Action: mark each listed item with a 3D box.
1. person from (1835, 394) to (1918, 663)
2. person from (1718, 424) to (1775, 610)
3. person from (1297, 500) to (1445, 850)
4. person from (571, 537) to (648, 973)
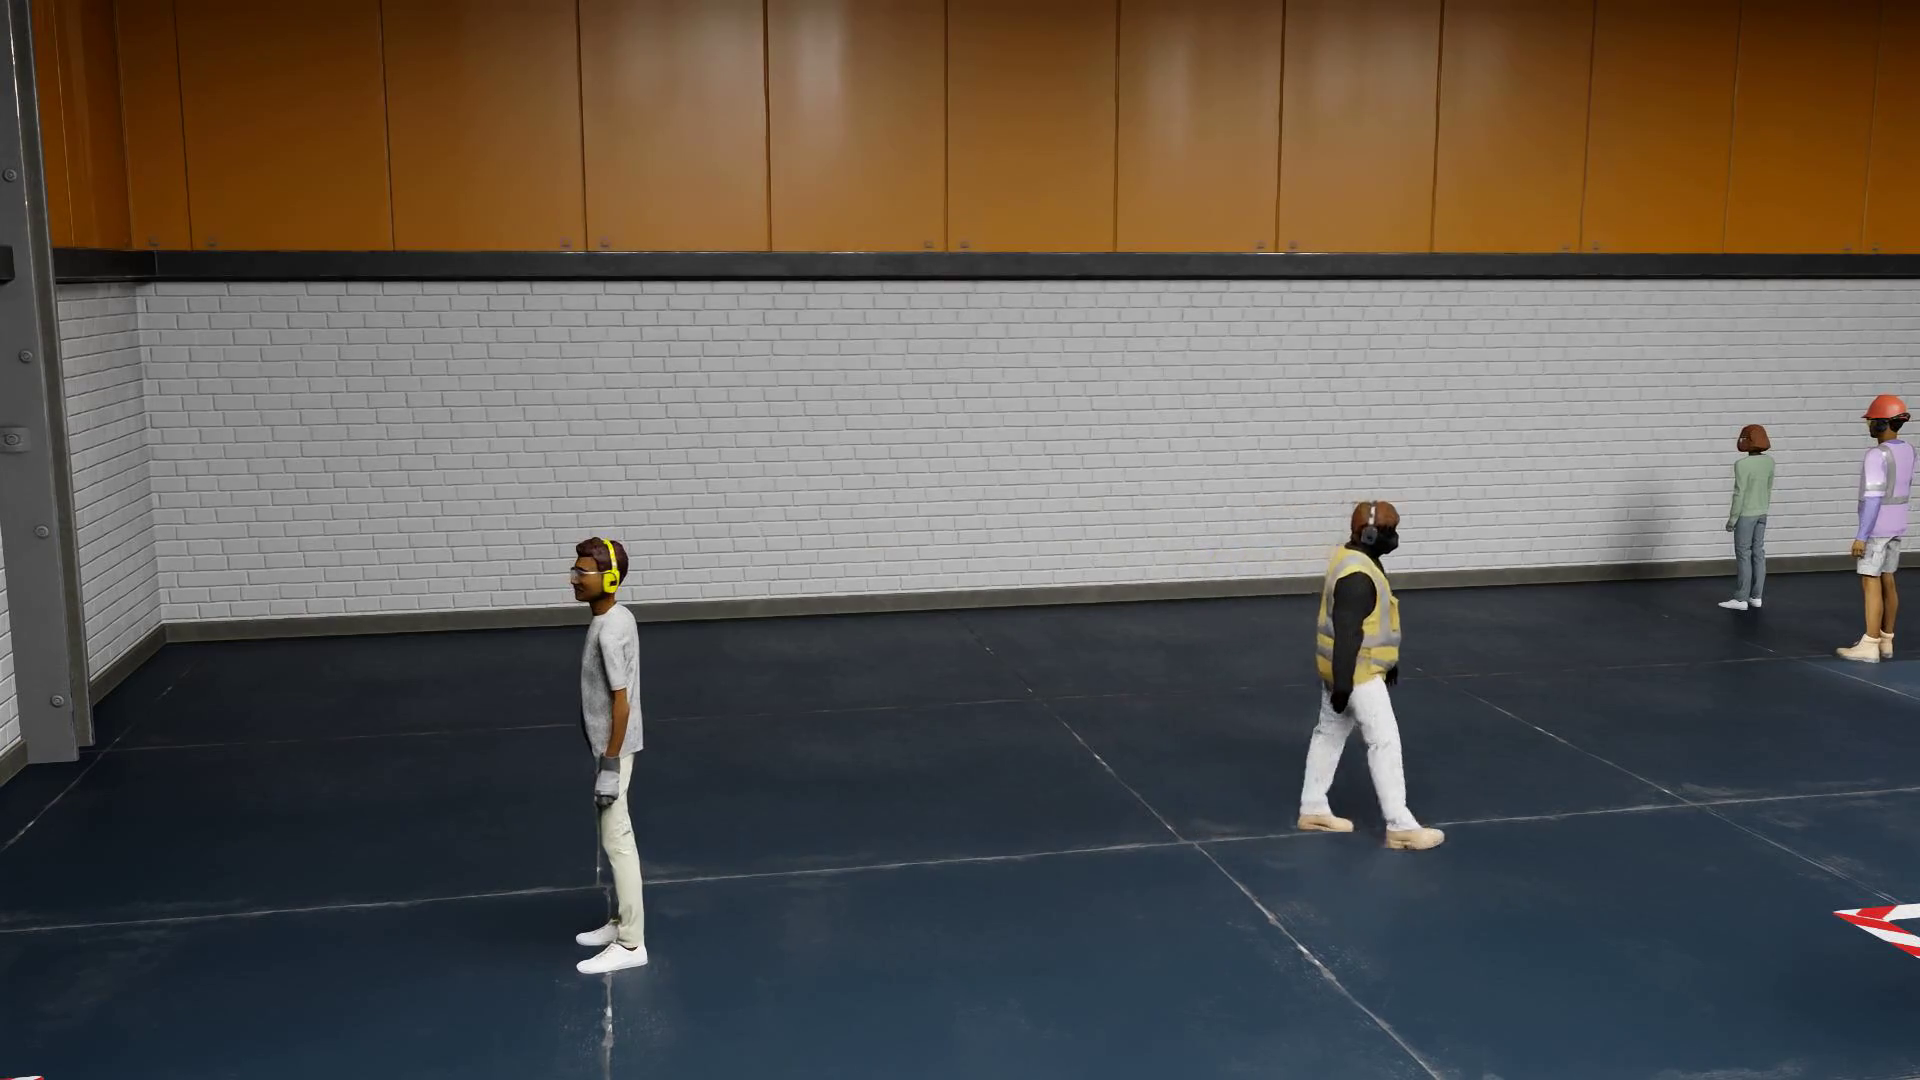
[{"bbox_3d":[7.002,-0.088,12.703,0.615,2.043,0.373,-7,12,-37],"label":"person"},{"bbox_3d":[6.940,-0.201,14.640,0.500,1.633,0.279,-6,11,-31],"label":"person"},{"bbox_3d":[2.183,0.694,8.672,0.859,1.808,0.649,2,9,11],"label":"person"},{"bbox_3d":[-1.519,0.910,7.130,0.318,1.876,0.531,-2,10,-12],"label":"person"}]
